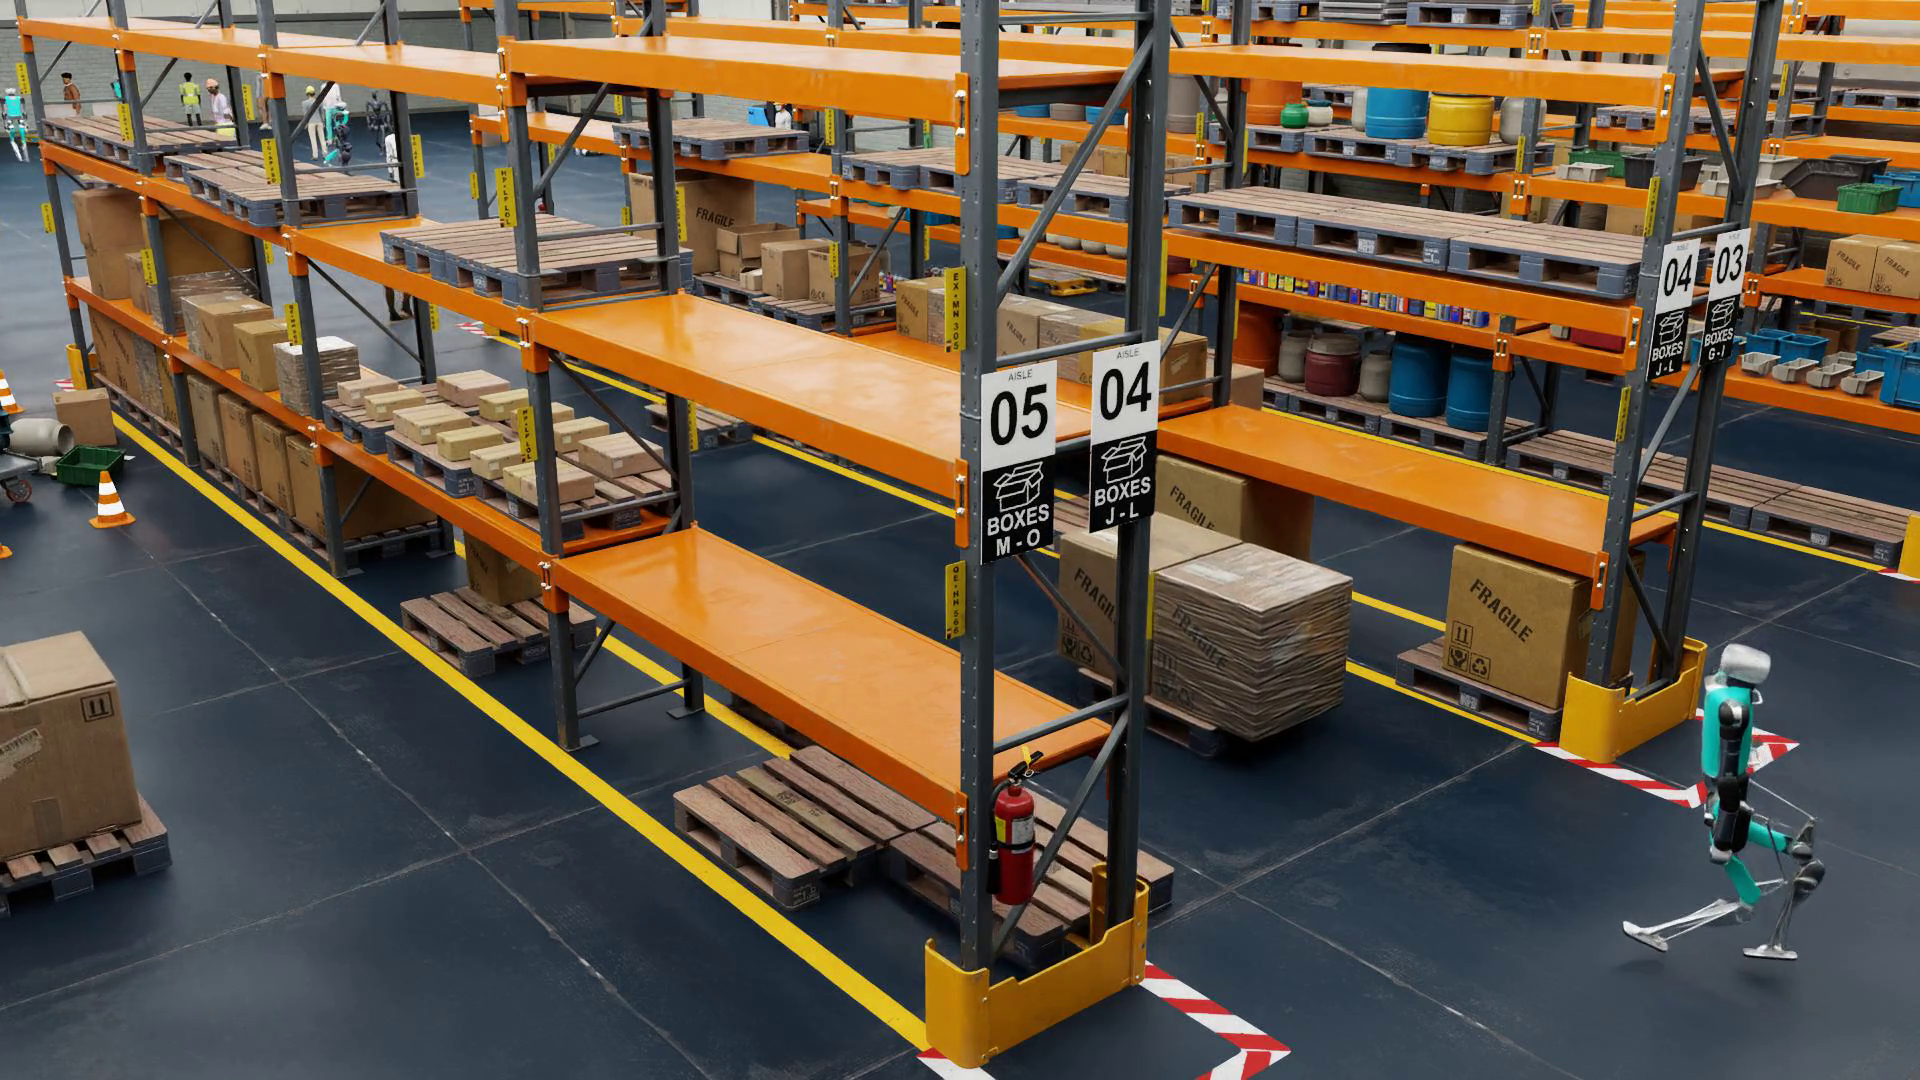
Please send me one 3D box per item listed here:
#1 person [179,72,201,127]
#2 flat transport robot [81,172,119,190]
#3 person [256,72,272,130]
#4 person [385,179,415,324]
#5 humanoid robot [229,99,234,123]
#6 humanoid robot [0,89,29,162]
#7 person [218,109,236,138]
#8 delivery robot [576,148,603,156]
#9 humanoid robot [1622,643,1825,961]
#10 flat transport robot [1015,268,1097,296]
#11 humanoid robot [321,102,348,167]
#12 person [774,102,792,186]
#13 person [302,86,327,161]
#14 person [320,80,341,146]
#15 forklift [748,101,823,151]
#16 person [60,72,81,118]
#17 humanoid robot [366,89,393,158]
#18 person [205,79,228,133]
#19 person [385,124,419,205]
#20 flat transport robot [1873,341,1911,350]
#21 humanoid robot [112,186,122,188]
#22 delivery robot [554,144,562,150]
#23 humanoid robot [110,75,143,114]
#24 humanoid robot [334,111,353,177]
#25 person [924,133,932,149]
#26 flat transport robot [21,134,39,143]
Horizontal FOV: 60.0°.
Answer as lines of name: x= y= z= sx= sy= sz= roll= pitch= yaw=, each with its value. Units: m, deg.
person: x=-21.610 y=-12.275 z=46.736 sx=0.541 sy=1.679 sz=0.367 roll=-13 pitch=23 yaw=-32
flat transport robot: x=-17.189 y=-7.112 z=34.176 sx=0.659 sy=0.231 sz=1.431 roll=7 pitch=20 yaw=18
person: x=-20.012 y=-12.746 z=47.855 sx=0.410 sy=1.840 sz=0.646 roll=14 pitch=24 yaw=35
person: x=-7.644 y=-3.899 z=22.501 sx=0.621 sy=1.944 sz=0.447 roll=4 pitch=20 yaw=11
humanoid robot: x=-16.742 y=-9.410 z=38.609 sx=0.527 sy=1.639 sz=0.586 roll=2 pitch=19 yaw=5
humanoid robot: x=-22.808 y=-9.935 z=40.172 sx=0.540 sy=1.896 sz=0.710 roll=-14 pitch=24 yaw=-34
person: x=-14.812 y=-7.862 z=33.956 sx=0.531 sy=1.828 sz=1.012 roll=0 pitch=19 yaw=1
delivery robot: x=-9.334 y=-9.925 z=41.763 sx=0.521 sy=0.603 sz=0.774 roll=-16 pitch=25 yaw=-39
humanoid robot: x=3.807 y=1.331 z=7.946 sx=1.033 sy=1.729 sz=0.563 roll=6 pitch=20 yaw=17
flat transport robot: x=1.347 y=-3.878 z=24.972 sx=0.659 sy=0.231 sz=1.431 roll=-14 pitch=24 yaw=-34
humanoid robot: x=-13.670 y=-8.597 z=36.214 sx=0.830 sy=1.799 sz=0.596 roll=-6 pitch=20 yaw=-16
person: x=-3.850 y=-8.683 z=36.218 sx=0.378 sy=1.892 sz=0.566 roll=-15 pitch=24 yaw=-37
person: x=-15.782 y=-10.180 z=40.650 sx=0.317 sy=1.767 sz=0.533 roll=18 pitch=26 yaw=42
person: x=-16.554 y=-11.338 z=43.769 sx=0.524 sy=1.880 sz=0.906 roll=-3 pitch=20 yaw=-7
forklift: x=-4.526 y=-11.368 z=42.374 sx=1.129 sy=2.768 sz=1.873 roll=-15 pitch=24 yaw=-37
person: x=-23.577 y=-11.486 z=44.233 sx=0.802 sy=1.851 sz=0.383 roll=16 pitch=25 yaw=38
humanoid robot: x=-14.421 y=-10.379 z=41.381 sx=0.606 sy=1.638 sz=0.637 roll=-3 pitch=20 yaw=-8
person: x=-17.620 y=-9.949 z=39.653 sx=0.714 sy=2.004 sz=0.436 roll=18 pitch=26 yaw=42
person: x=-10.555 y=-7.037 z=31.550 sx=0.568 sy=1.876 sz=0.345 roll=-4 pitch=20 yaw=-10
flat transport robot: x=11.872 y=-2.166 z=20.101 sx=0.659 sy=0.231 sz=1.431 roll=-14 pitch=24 yaw=-35
humanoid robot: x=-12.303 y=-4.400 z=24.268 sx=0.590 sy=1.792 sz=0.871 roll=8 pitch=21 yaw=21
delivery robot: x=-10.514 y=-10.222 z=42.581 sx=0.499 sy=0.585 sz=0.765 roll=-12 pitch=23 yaw=-31
humanoid robot: x=-22.398 y=-11.612 z=44.939 sx=0.550 sy=1.897 sz=0.777 roll=4 pitch=20 yaw=11
humanoid robot: x=-13.028 y=-8.283 z=35.388 sx=0.499 sy=1.638 sz=0.608 roll=-3 pitch=20 yaw=-9
person: x=-0.783 y=-7.424 z=32.843 sx=0.470 sy=1.743 sz=0.342 roll=1 pitch=19 yaw=2
flat transport robot: x=-24.332 y=-10.688 z=44.353 sx=1.431 sy=0.231 sz=0.659 roll=12 pitch=23 yaw=31
